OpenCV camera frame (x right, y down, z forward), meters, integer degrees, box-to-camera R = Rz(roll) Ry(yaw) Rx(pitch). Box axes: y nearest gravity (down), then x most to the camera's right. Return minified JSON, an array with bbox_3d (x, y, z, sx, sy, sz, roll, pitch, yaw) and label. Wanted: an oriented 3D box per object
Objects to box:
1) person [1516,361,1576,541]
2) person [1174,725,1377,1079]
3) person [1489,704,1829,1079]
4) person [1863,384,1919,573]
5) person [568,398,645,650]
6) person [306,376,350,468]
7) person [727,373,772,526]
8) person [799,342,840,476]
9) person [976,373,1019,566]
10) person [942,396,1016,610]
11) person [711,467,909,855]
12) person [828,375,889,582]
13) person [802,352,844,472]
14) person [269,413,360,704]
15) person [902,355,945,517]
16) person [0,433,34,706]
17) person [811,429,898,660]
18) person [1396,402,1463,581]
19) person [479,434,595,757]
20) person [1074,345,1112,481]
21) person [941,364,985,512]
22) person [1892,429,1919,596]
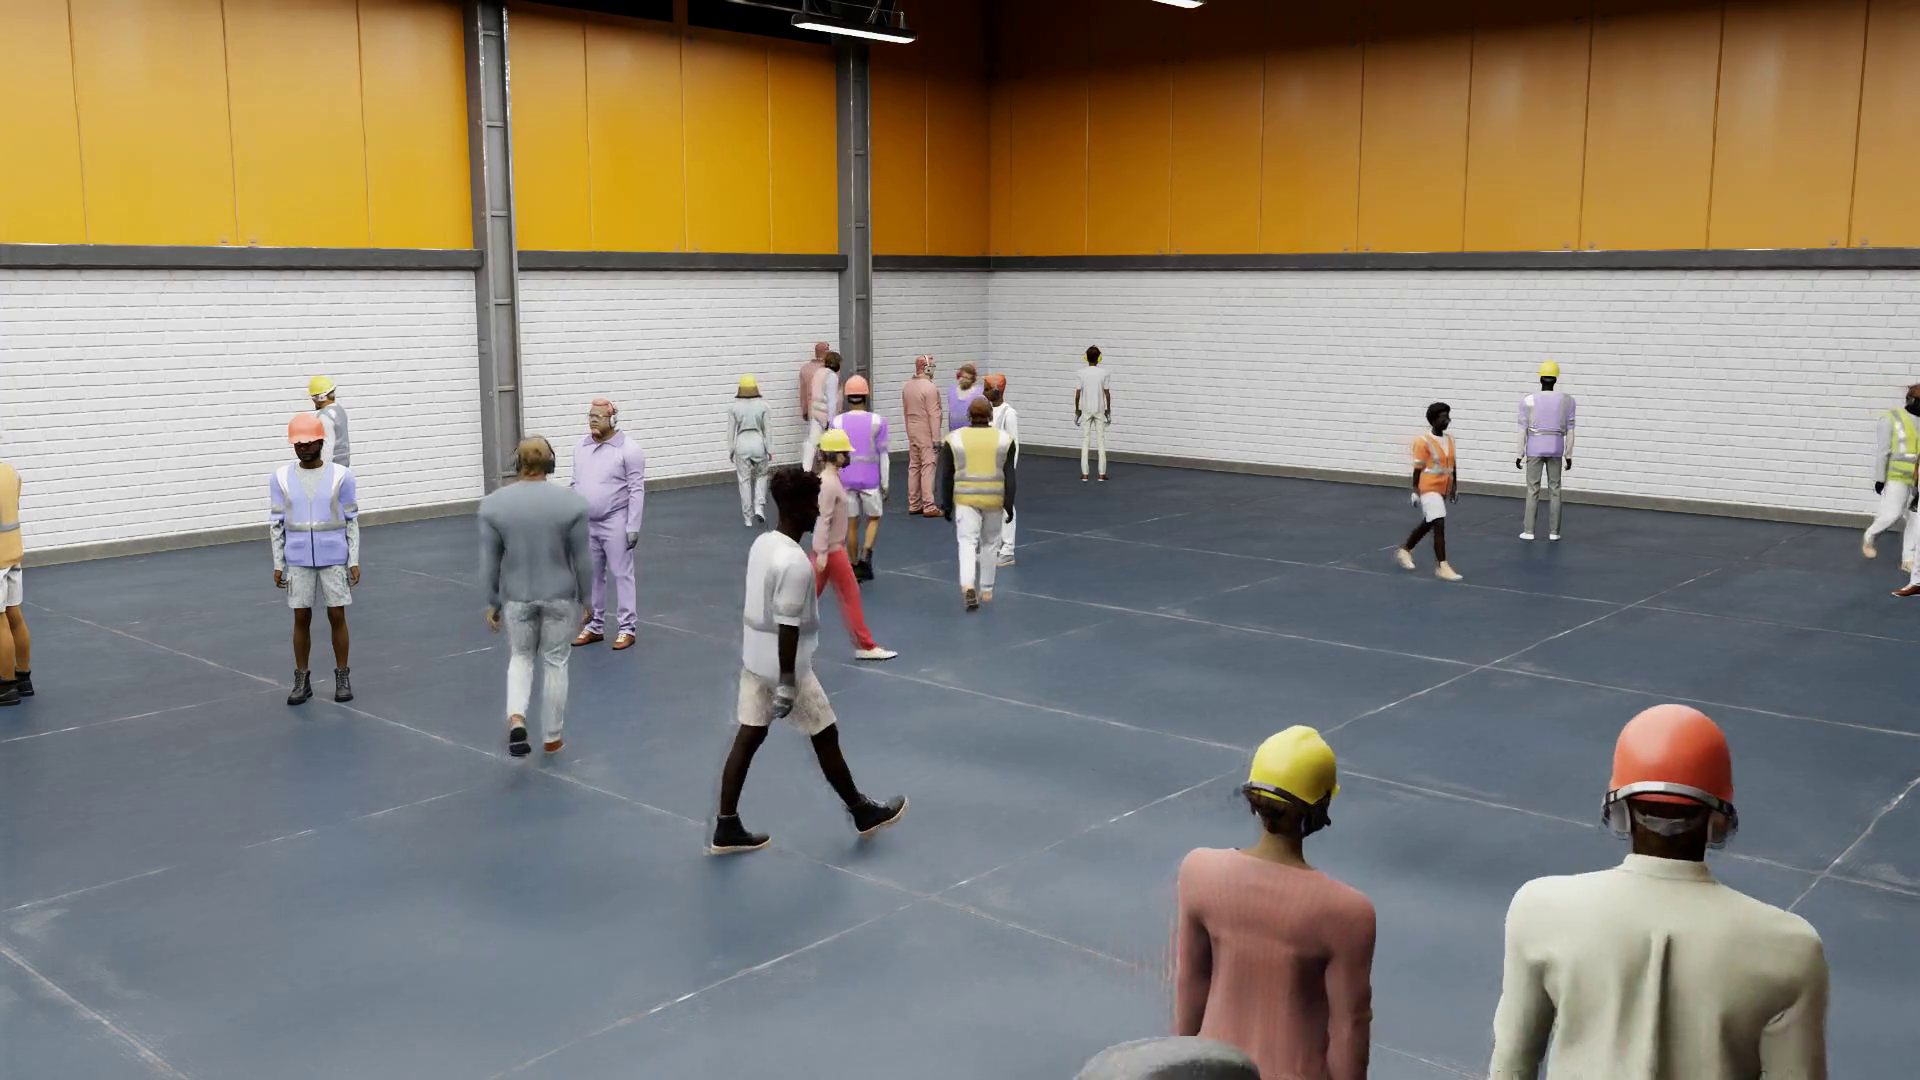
[{"bbox_3d":[6.234,-0.943,17.736,0.593,1.926,0.366,2,9,10],"label":"person"},{"bbox_3d":[0.724,1.323,4.045,0.526,1.748,0.649,5,11,30],"label":"person"},{"bbox_3d":[1.402,1.315,3.404,0.639,1.974,0.462,4,10,23],"label":"person"},{"bbox_3d":[9.063,-0.606,15.974,0.631,1.818,0.612,0,9,-1],"label":"person"},{"bbox_3d":[-2.707,-0.123,12.638,0.642,1.913,0.410,4,10,22],"label":"person"},{"bbox_3d":[-6.387,-0.747,16.833,0.403,1.823,0.588,-1,9,-7],"label":"person"},{"bbox_3d":[-2.382,-1.026,18.841,0.505,1.730,0.353,-1,9,-7],"label":"person"},{"bbox_3d":[-1.919,-1.819,23.311,0.652,1.904,0.402,4,10,24],"label":"person"},{"bbox_3d":[0.367,-0.687,16.263,0.361,1.884,0.574,-4,10,-26],"label":"person"},{"bbox_3d":[0.161,-0.321,14.197,0.632,1.818,0.837,0,9,0],"label":"person"},{"bbox_3d":[-0.781,0.587,8.197,1.031,1.902,0.614,-5,10,-28],"label":"person"},{"bbox_3d":[-0.929,-0.543,15.217,0.561,1.927,0.522,0,9,2],"label":"person"},{"bbox_3d":[-1.782,-1.685,22.846,0.981,1.779,0.644,-6,11,-33],"label":"person"},{"bbox_3d":[-4.258,0.126,10.994,0.552,1.935,0.370,-2,9,-13],"label":"person"},{"bbox_3d":[-0.402,-1.219,19.537,0.409,1.909,0.640,-6,11,-34],"label":"person"},{"bbox_3d":[-6.379,0.133,10.946,0.358,1.938,0.542,-1,9,-6],"label":"person"},{"bbox_3d":[-0.961,0.042,12.193,0.929,1.722,0.532,-1,9,-4],"label":"person"},{"bbox_3d":[4.428,-0.483,15.681,0.537,1.664,0.844,-7,11,-36],"label":"person"},{"bbox_3d":[-2.444,0.345,9.656,0.634,1.922,0.531,-1,9,-3],"label":"person"},{"bbox_3d":[1.835,-1.745,22.945,0.517,1.874,0.327,1,9,8],"label":"person"},{"bbox_3d":[0.025,-1.212,19.892,0.648,1.775,0.950,6,11,32],"label":"person"},{"bbox_3d":[8.479,-0.391,14.449,0.335,1.873,0.519,-3,9,-18],"label":"person"}]
